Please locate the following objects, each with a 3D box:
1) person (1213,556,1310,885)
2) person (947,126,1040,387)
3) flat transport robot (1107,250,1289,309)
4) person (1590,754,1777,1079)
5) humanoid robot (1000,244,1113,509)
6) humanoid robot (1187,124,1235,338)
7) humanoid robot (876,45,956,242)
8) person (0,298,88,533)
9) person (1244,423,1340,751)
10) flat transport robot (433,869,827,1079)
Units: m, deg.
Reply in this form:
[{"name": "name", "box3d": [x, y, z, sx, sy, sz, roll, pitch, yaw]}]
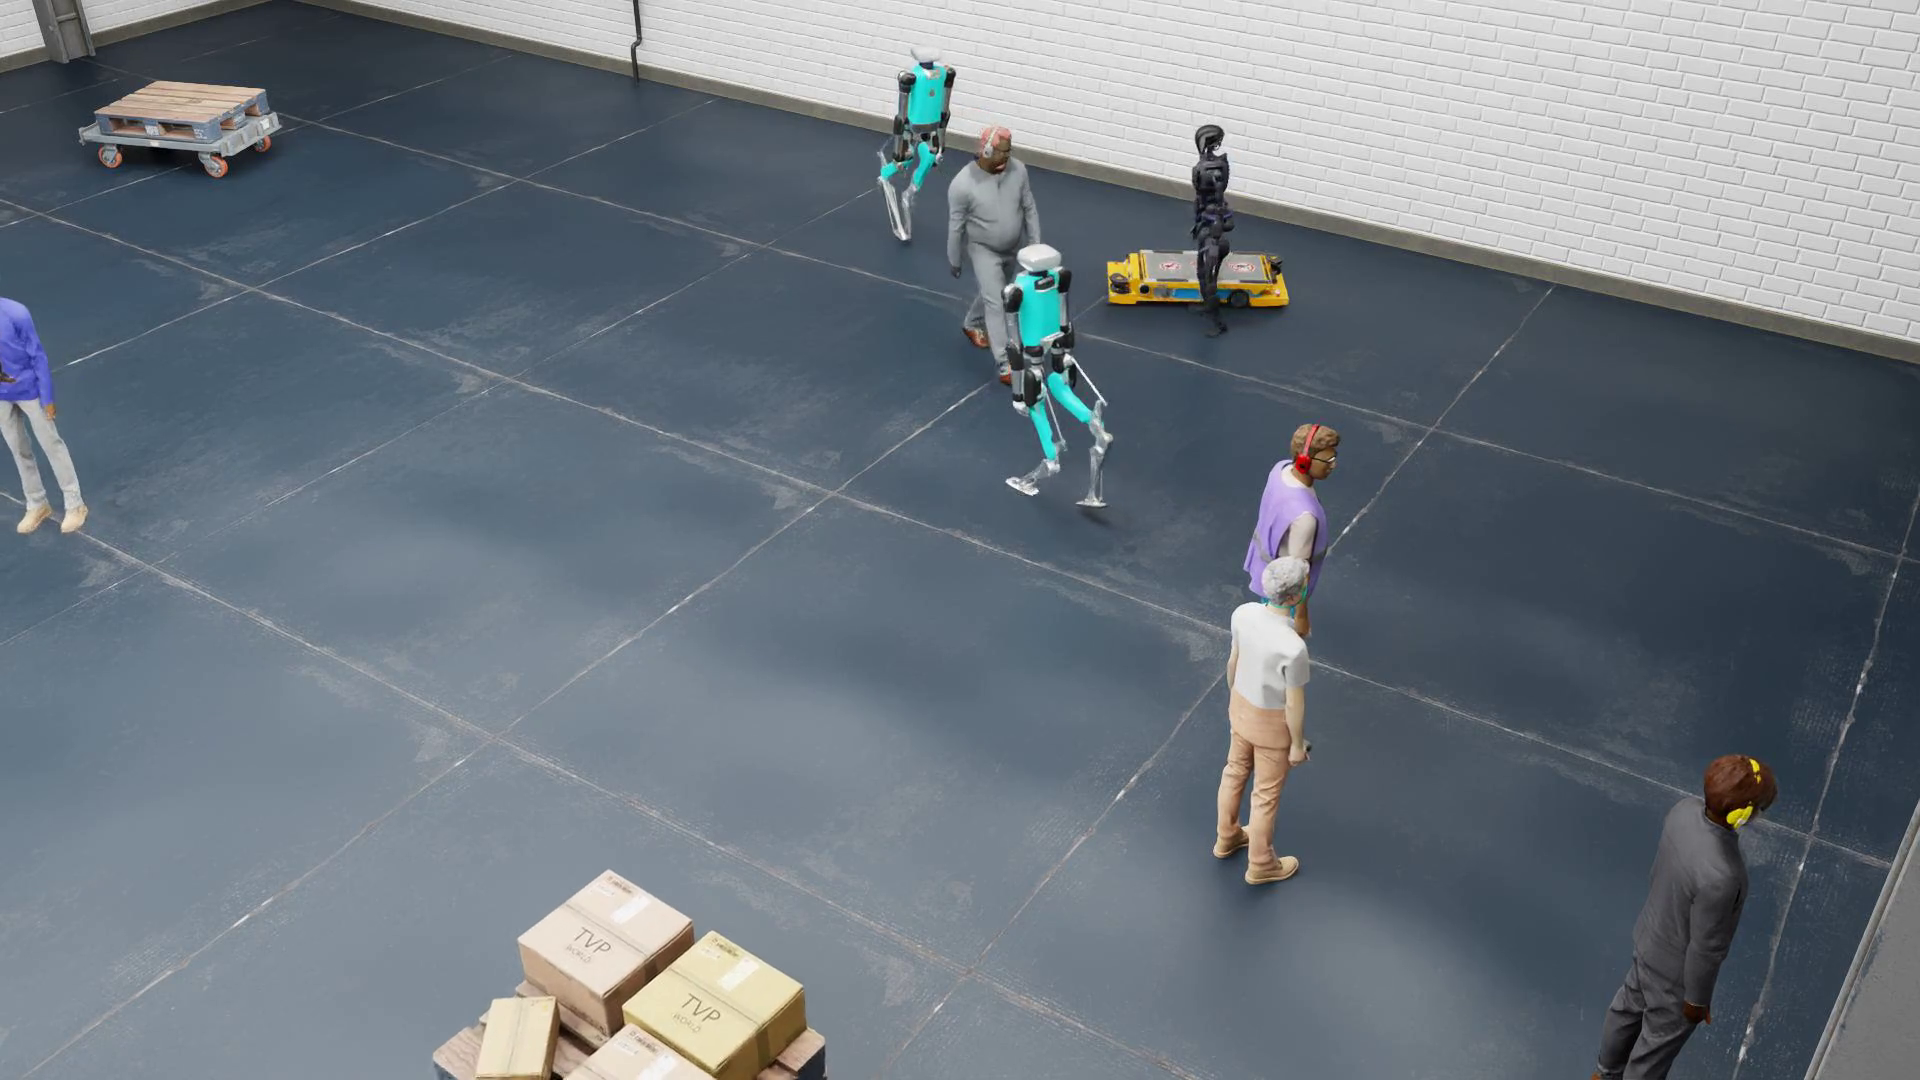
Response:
[{"name": "person", "box3d": [1.399, 0.817, 7.617, 0.326, 1.748, 0.483, -17, 37, -25]}, {"name": "person", "box3d": [0.260, -2.112, 12.096, 0.626, 1.831, 1.031, -23, 39, -32]}, {"name": "flat transport robot", "box3d": [1.930, -2.131, 13.572, 1.431, 0.231, 0.659, 1, 33, 2]}, {"name": "person", "box3d": [2.741, 1.574, 6.325, 0.357, 1.873, 0.492, 1, 33, 1]}, {"name": "humanoid robot", "box3d": [0.682, -0.897, 10.352, 0.530, 1.770, 1.003, -26, 41, -34]}, {"name": "humanoid robot", "box3d": [1.910, -2.367, 12.643, 0.358, 1.642, 0.601, -4, 33, -7]}, {"name": "humanoid robot", "box3d": [-0.429, -3.306, 14.155, 0.575, 1.899, 0.748, -20, 38, -28]}, {"name": "person", "box3d": [-5.778, -0.884, 10.152, 0.468, 1.870, 0.362, 0, 33, 0]}, {"name": "person", "box3d": [1.644, 0.234, 8.439, 0.397, 1.840, 0.563, -1, 33, -2]}, {"name": "flat transport robot", "box3d": [-1.300, 2.272, 6.721, 0.659, 0.231, 1.431, 22, 39, 30]}]
